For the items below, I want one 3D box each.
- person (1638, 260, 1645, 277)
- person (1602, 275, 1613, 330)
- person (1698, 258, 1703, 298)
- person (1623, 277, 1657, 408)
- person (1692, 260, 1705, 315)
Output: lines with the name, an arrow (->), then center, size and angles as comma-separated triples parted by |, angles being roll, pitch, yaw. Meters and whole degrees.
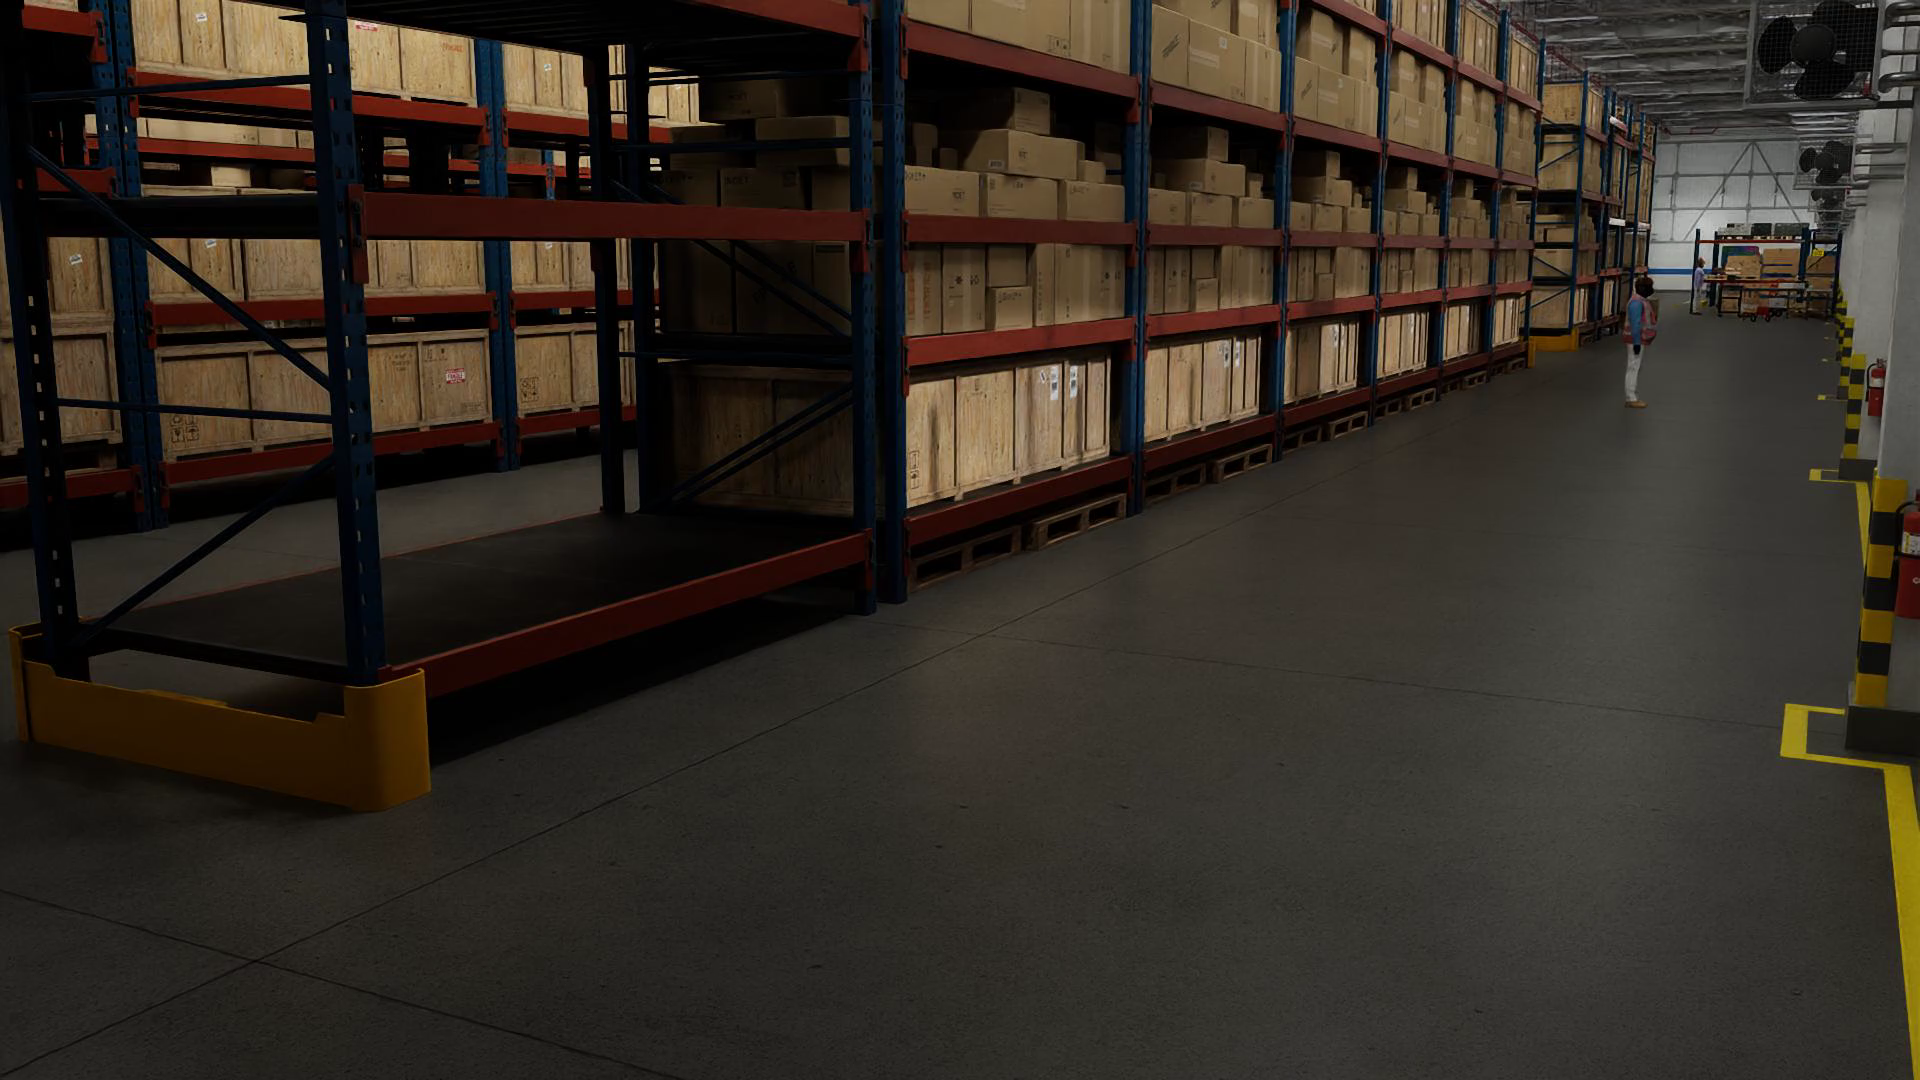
person -> 33.712, -12.975, 82.198 | 0.374, 1.936, 0.627 | 5, 11, 28
person -> 18.289, -6.729, 46.888 | 0.313, 1.642, 0.513 | 5, 11, 28
person -> 35.618, -12.628, 80.178 | 0.369, 1.939, 0.542 | 5, 11, 28
person -> 9.590, -2.785, 23.471 | 0.430, 1.845, 0.619 | 5, 11, 28
person -> 25.870, -8.838, 58.235 | 0.374, 1.941, 0.627 | 5, 11, 28
